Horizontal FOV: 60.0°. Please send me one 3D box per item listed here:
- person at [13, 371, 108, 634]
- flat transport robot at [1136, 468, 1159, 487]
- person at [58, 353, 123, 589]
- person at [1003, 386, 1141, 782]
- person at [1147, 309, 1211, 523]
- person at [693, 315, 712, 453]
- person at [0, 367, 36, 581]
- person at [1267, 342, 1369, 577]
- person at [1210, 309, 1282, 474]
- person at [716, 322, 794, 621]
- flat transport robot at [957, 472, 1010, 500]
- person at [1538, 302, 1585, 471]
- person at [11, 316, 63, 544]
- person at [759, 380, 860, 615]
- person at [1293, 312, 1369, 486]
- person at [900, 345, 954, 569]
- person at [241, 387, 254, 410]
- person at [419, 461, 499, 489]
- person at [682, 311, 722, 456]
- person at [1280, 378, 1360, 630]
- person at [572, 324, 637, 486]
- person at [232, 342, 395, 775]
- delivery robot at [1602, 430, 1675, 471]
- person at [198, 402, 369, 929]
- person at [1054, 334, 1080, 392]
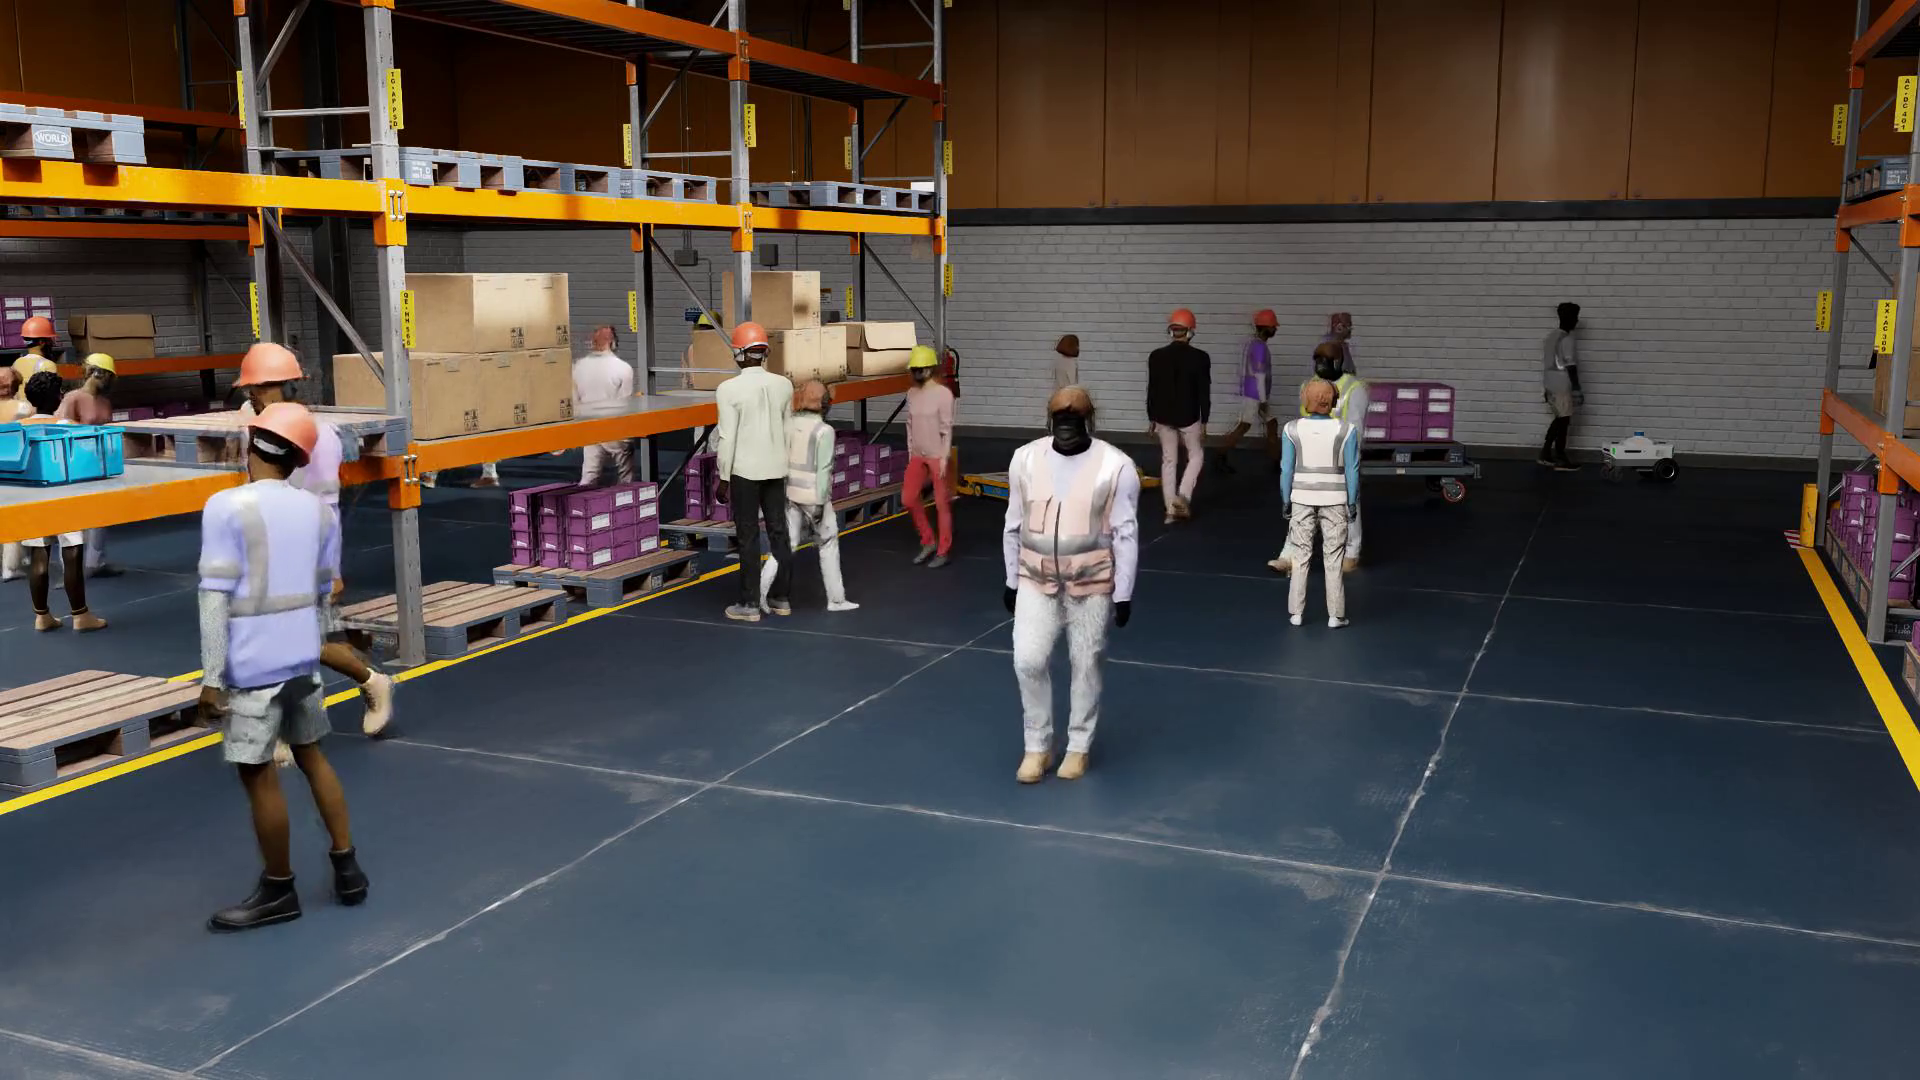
[{"bbox_3d":[-5.829,-0.235,10.705,0.530,1.697,0.321,1,9,7],"label":"person"},{"bbox_3d":[1.343,-0.653,17.550,1.431,0.197,0.652,-6,11,-33],"label":"flat transport robot"},{"bbox_3d":[-6.496,-0.516,12.354,0.328,1.718,0.661,2,9,9],"label":"person"},{"bbox_3d":[0.476,0.221,7.549,0.661,1.824,0.600,3,10,17],"label":"person"},{"bbox_3d":[1.997,-1.119,15.218,0.617,1.982,0.466,4,10,24],"label":"person"},{"bbox_3d":[-2.687,-1.444,17.582,0.461,1.853,0.534,-8,12,-38],"label":"person"},{"bbox_3d":[-7.198,-0.518,12.722,0.527,1.597,0.825,0,9,2],"label":"person"},{"bbox_3d":[2.774,-0.603,12.650,0.947,1.789,0.652,-8,12,-39],"label":"person"},{"bbox_3d":[3.348,-1.673,18.876,1.006,1.885,0.544,2,10,11],"label":"person"},{"bbox_3d":[-1.377,-0.455,11.137,0.612,1.996,0.389,-8,12,-41],"label":"person"},{"bbox_3d":[0.623,-0.525,16.774,0.652,0.197,1.431,-6,11,-33],"label":"flat transport robot"},{"bbox_3d":[6.975,-1.769,19.219,0.428,1.962,0.615,0,9,0],"label":"person"},{"bbox_3d":[-7.814,-0.934,14.216,0.545,1.938,0.361,4,10,25],"label":"person"},{"bbox_3d":[-1.077,-0.274,11.230,0.768,1.614,0.542,-8,12,-41],"label":"person"},{"bbox_3d":[3.999,-1.527,17.990,0.836,1.881,0.642,2,10,12],"label":"person"},{"bbox_3d":[-0.238,-0.641,12.997,0.543,1.746,0.417,8,12,41],"label":"person"},{"bbox_3d":[-4.965,-0.443,11.877,0.512,1.709,0.785,2,10,12],"label":"person"},{"bbox_3d":[-5.387,-1.468,17.589,0.989,1.890,0.644,-6,11,-34],"label":"person"},{"bbox_3d":[-2.488,-1.319,16.598,0.585,1.920,0.373,5,10,26],"label":"person"},{"bbox_3d":[2.340,-0.230,10.847,0.514,1.642,0.310,4,10,21],"label":"person"},{"bbox_3d":[-3.112,-0.946,14.509,0.656,1.869,0.960,3,10,20],"label":"person"},{"bbox_3d":[-3.109,0.071,7.888,0.617,2.020,0.788,5,11,27],"label":"person"},{"bbox_3d":[7.450,-0.962,18.279,0.707,0.478,0.477,0,9,0],"label":"delivery robot"},{"bbox_3d":[-2.434,0.457,5.983,0.390,1.882,0.655,3,10,20],"label":"person"},{"bbox_3d":[1.180,-1.463,18.354,0.383,1.618,0.523,-3,10,-19],"label":"person"}]
